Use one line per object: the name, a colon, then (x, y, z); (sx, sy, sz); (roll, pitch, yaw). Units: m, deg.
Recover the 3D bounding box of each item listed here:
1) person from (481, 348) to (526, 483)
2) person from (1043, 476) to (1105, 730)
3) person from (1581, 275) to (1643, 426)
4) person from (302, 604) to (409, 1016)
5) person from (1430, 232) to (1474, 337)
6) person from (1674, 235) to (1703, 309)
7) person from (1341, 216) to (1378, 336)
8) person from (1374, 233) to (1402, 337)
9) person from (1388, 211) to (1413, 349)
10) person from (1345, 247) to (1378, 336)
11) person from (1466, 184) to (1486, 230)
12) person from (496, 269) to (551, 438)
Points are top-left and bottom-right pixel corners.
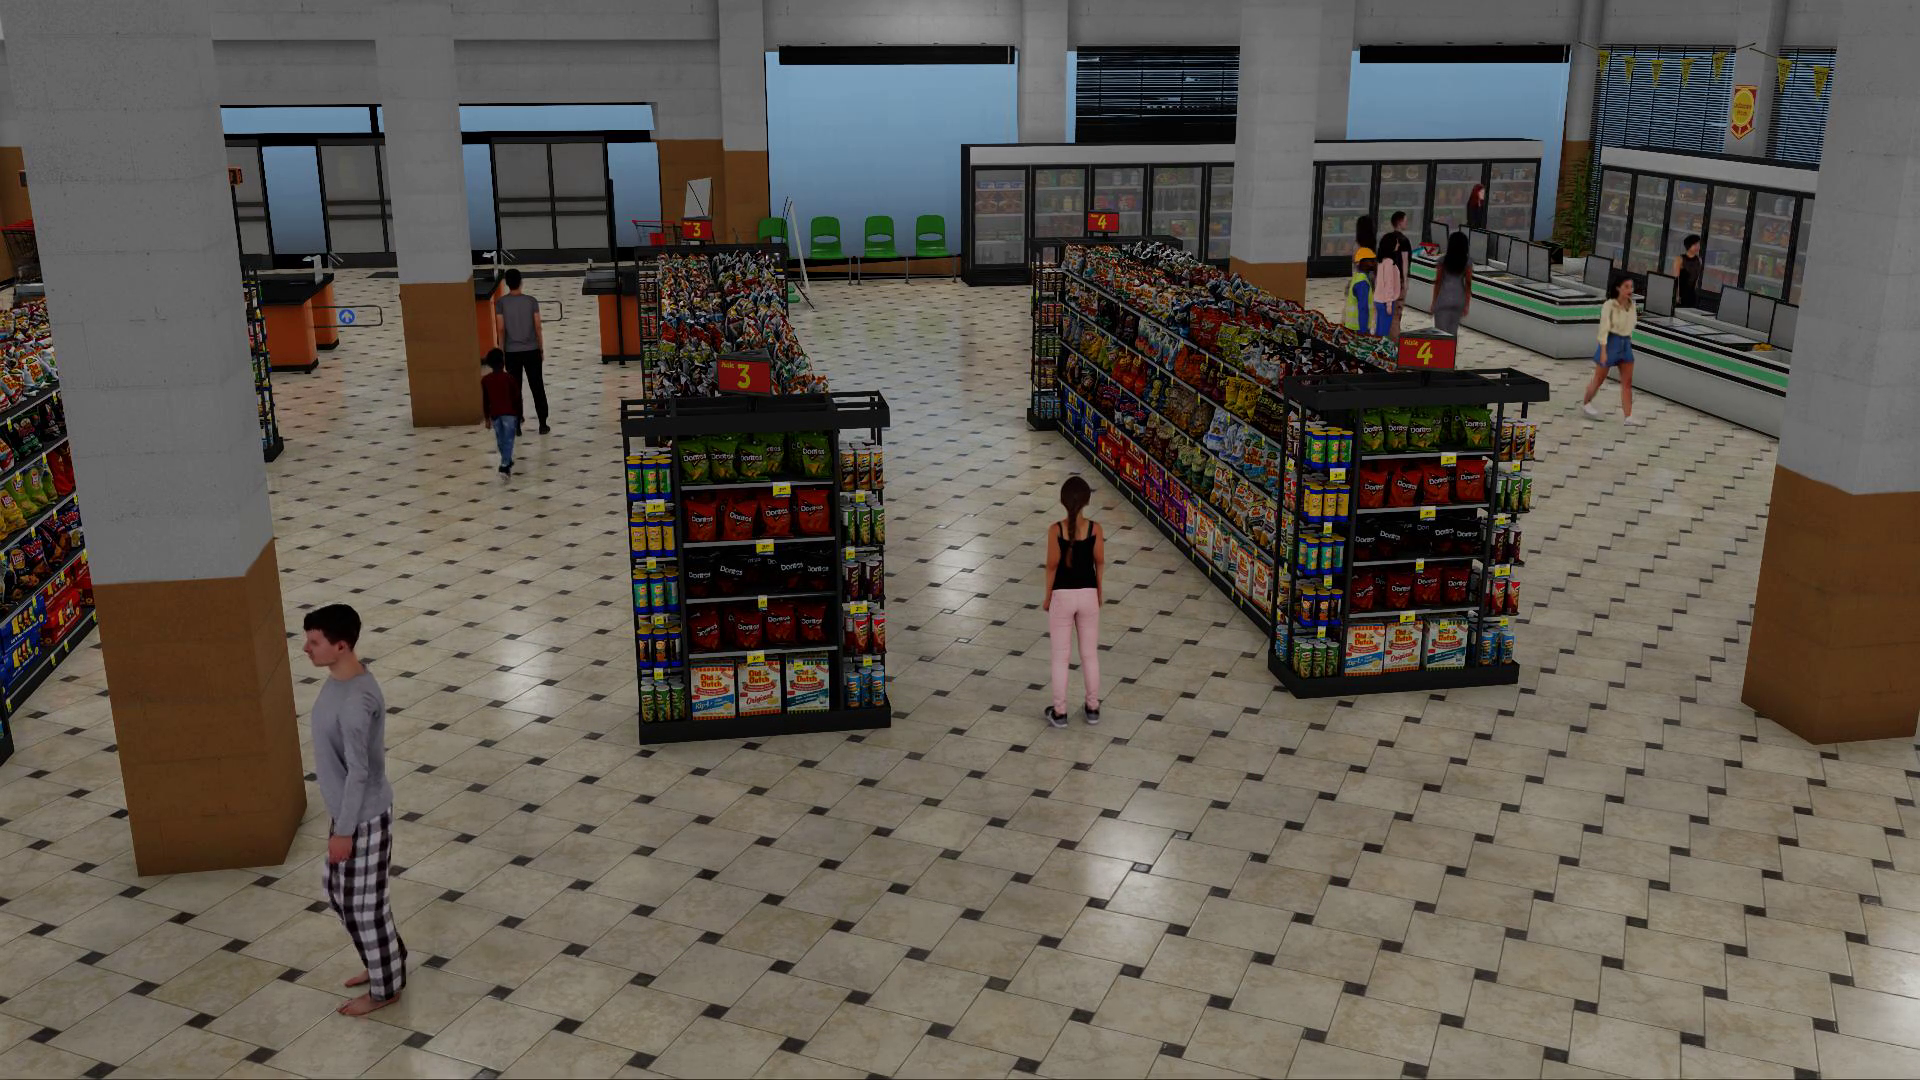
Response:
person: (-4.330, -1.177, 15.731); (0.656, 1.246, 0.935); (1, 17, 4)
person: (0.692, 0.370, 10.089); (0.528, 1.564, 0.488); (-3, 17, -9)
person: (7.036, -2.053, 18.032); (0.759, 1.586, 1.174); (-6, 18, -18)
person: (-2.531, 1.137, 7.079); (0.763, 1.845, 0.600); (-7, 18, -22)
person: (6.020, -2.860, 20.378); (0.761, 1.767, 0.850); (3, 17, 11)
person: (9.429, -3.197, 21.848); (0.599, 1.557, 1.003); (-3, 17, -11)
person: (5.500, -3.475, 22.517); (0.850, 1.700, 1.168); (-9, 19, -27)
person: (5.247, -2.912, 20.547); (0.765, 1.768, 0.578); (2, 17, 5)
person: (5.809, -3.483, 22.302); (0.790, 1.841, 0.595); (-6, 18, -20)
person: (4.503, -2.392, 18.757); (0.789, 1.813, 0.633); (3, 17, 8)
person: (8.214, -4.835, 26.950); (0.998, 1.726, 1.302); (-14, 22, -39)
person: (-4.607, -1.975, 17.485); (0.649, 1.754, 0.582); (-5, 18, -16)
